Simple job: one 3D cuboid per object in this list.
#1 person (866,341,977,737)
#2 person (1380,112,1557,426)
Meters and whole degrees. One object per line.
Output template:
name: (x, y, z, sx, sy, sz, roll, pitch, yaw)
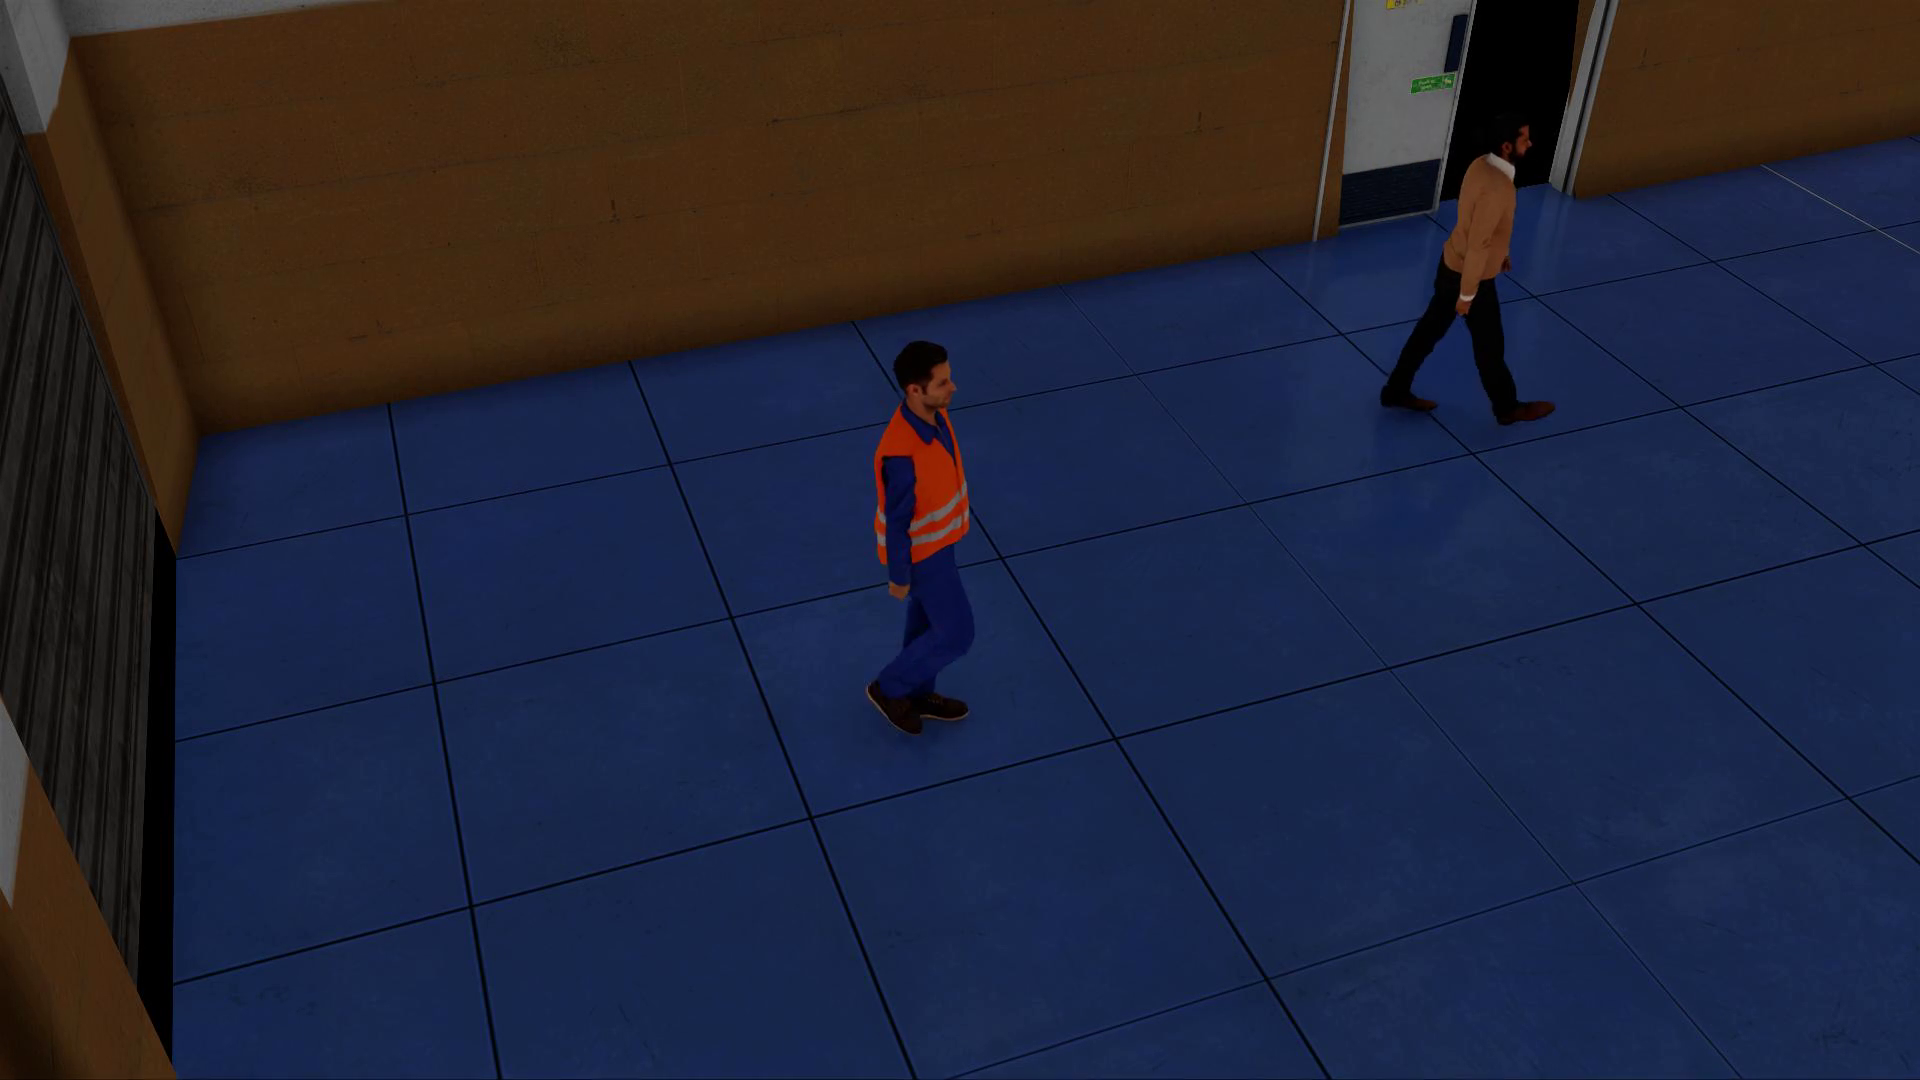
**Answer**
person: (-0.225, 0.017, 6.582, 0.896, 1.853, 0.813, 6, 37, 7)
person: (2.526, -1.348, 8.518, 1.045, 1.712, 1.157, 3, 37, 4)
